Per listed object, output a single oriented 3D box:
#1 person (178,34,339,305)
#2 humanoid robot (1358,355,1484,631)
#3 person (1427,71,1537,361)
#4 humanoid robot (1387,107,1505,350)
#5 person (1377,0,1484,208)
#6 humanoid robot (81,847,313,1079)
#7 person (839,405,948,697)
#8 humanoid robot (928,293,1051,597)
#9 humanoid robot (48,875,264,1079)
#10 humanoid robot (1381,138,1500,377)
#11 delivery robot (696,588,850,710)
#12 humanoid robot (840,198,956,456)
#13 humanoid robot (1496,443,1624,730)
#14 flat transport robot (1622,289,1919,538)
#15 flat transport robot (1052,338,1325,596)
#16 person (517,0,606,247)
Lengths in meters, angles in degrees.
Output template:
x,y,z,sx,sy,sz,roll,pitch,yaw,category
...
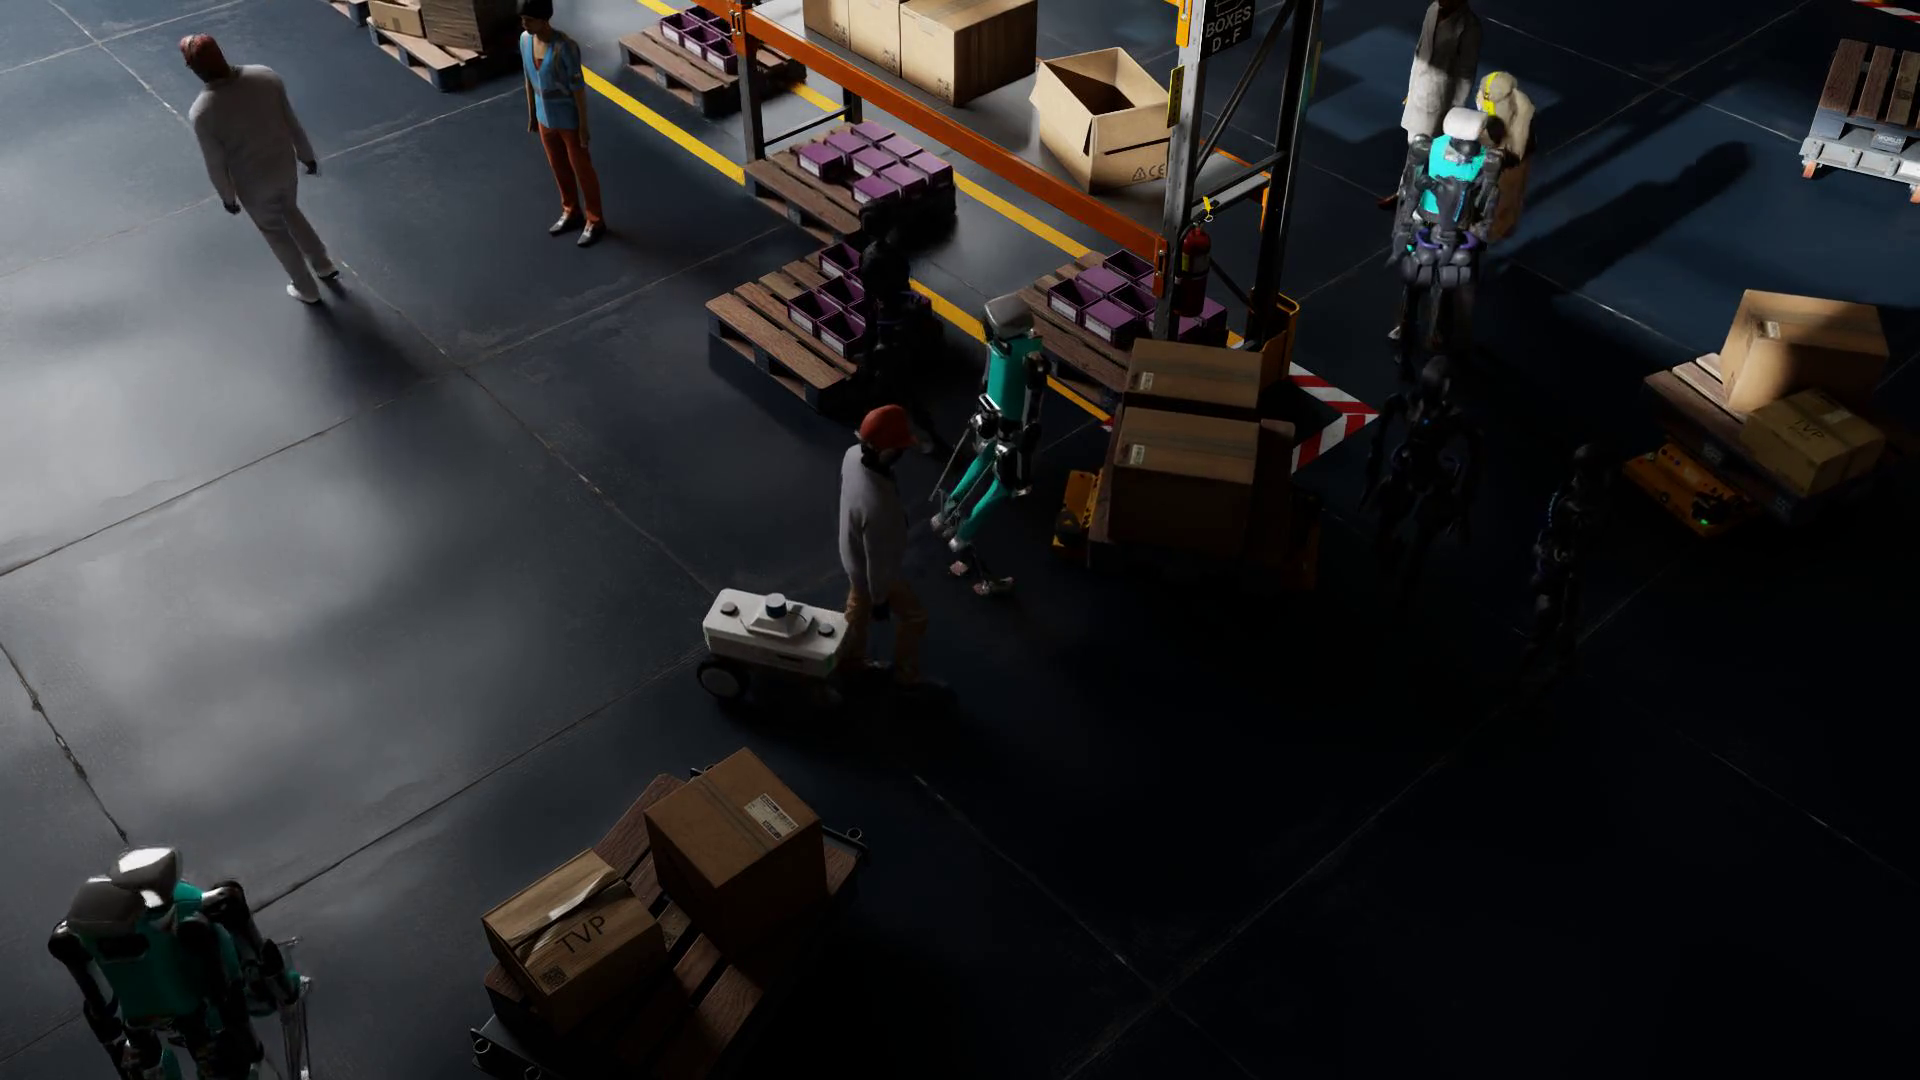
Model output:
x,y,z,sx,sy,sz,roll,pitch,yaw,category
-4.377,-2.286,10.400,0.432,1.874,0.694,23,48,23,person
2.347,-0.273,8.357,0.601,1.645,0.459,22,47,22,humanoid robot
3.076,-1.959,10.054,0.562,1.853,0.572,-26,49,-26,person
2.904,-1.887,10.090,0.546,1.804,0.793,13,44,14,humanoid robot
3.183,-2.966,11.169,0.360,1.829,0.515,-19,46,-19,person
-2.758,1.614,6.255,0.543,1.794,0.668,-9,43,-10,humanoid robot
-0.319,0.067,7.940,0.619,1.722,0.587,-12,44,-13,person
0.085,-0.407,8.425,0.661,1.764,0.540,-18,46,-19,humanoid robot
-2.760,1.972,5.860,0.534,1.769,0.769,-4,43,-4,humanoid robot
2.838,-1.683,9.888,0.583,1.651,0.329,-1,43,-1,humanoid robot
-0.921,0.511,8.333,0.796,0.601,0.499,11,44,12,delivery robot
-0.383,-1.169,9.365,0.765,1.626,0.601,16,45,17,humanoid robot
2.850,0.190,7.846,0.346,1.656,0.600,10,44,11,humanoid robot
4.616,-0.475,9.611,1.431,0.231,0.659,-19,46,-19,flat transport robot
1.268,-0.091,9.194,1.431,0.231,0.659,8,43,9,flat transport robot
-2.661,-2.802,11.044,0.497,1.759,0.332,21,47,22,person
